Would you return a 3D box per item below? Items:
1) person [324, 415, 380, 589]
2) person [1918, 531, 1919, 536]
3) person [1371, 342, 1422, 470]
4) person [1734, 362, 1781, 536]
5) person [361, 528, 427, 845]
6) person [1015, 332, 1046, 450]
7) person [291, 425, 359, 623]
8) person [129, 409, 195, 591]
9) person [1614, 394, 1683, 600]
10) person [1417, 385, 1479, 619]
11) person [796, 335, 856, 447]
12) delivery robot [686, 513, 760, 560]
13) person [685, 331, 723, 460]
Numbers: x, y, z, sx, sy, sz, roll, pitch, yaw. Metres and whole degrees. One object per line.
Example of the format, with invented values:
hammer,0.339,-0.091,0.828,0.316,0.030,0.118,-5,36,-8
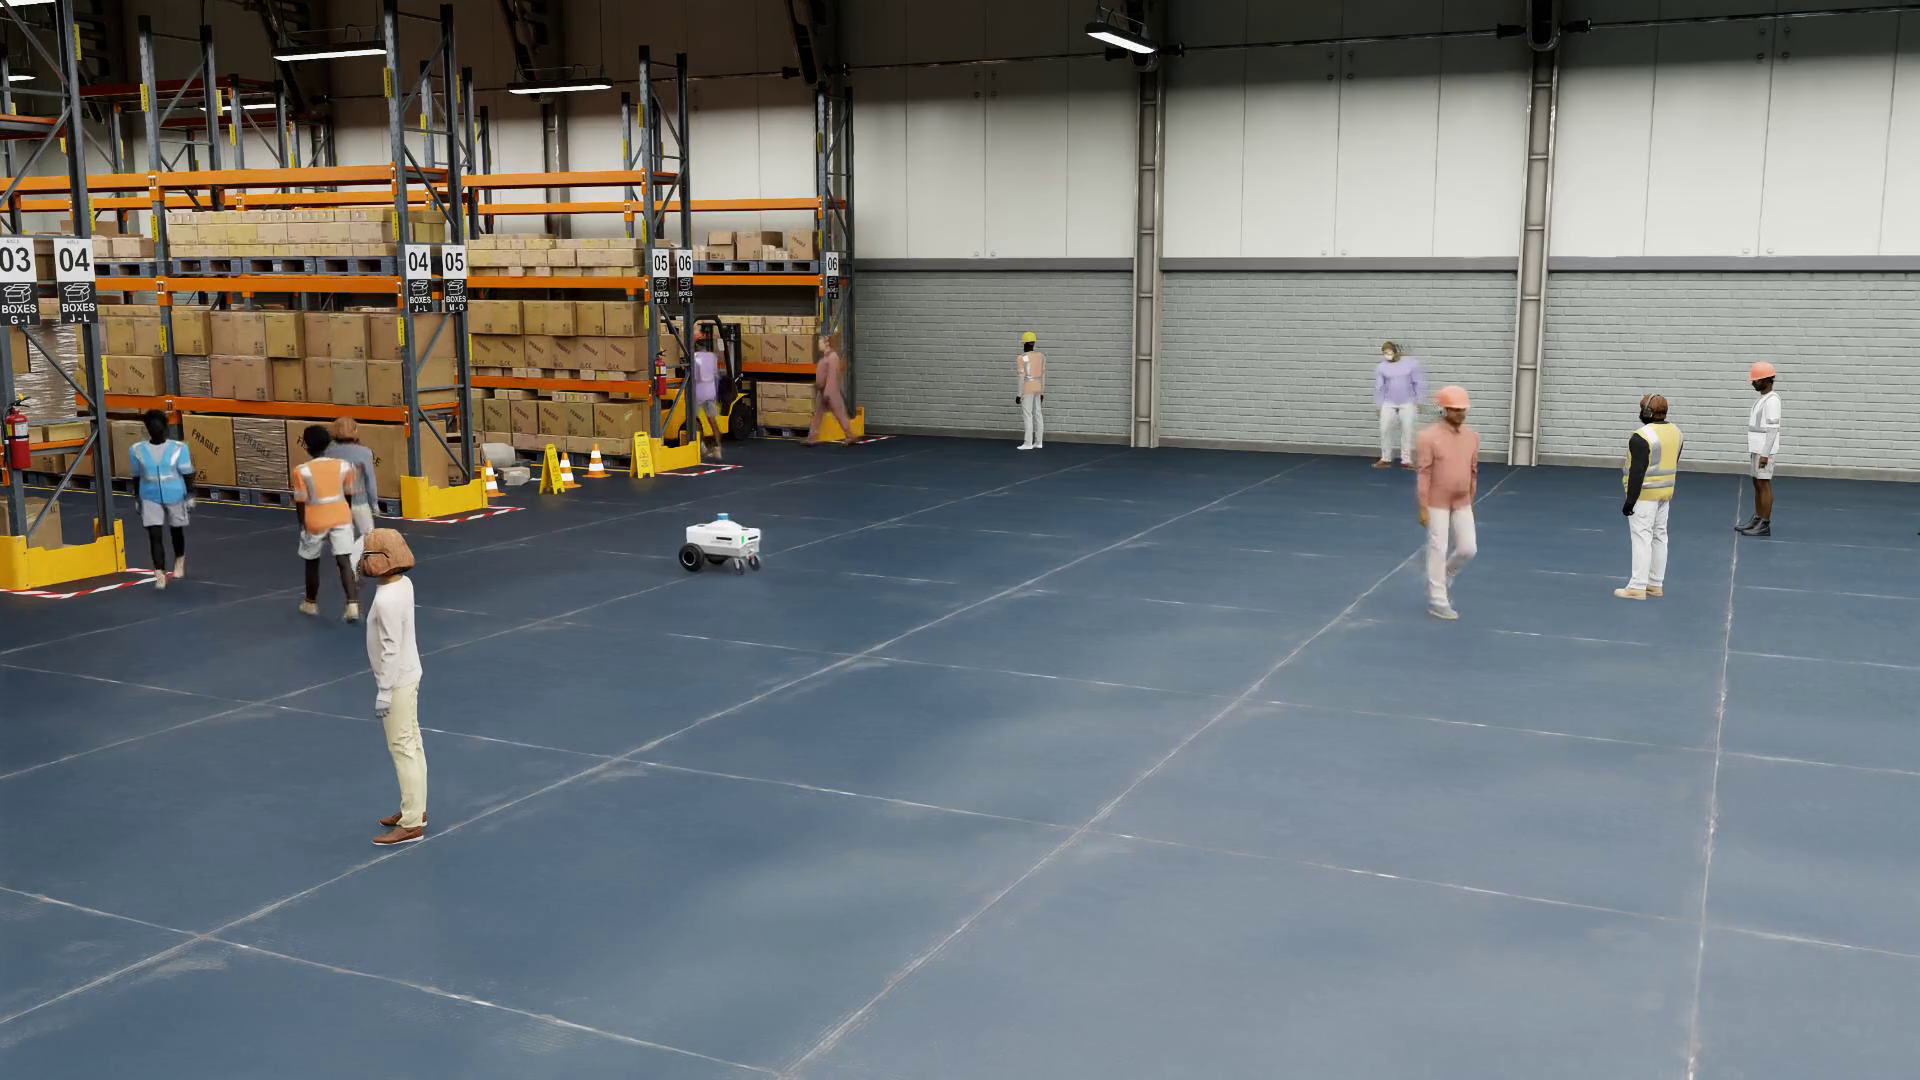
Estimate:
person,-5.581,-0.326,15.178,0.520,1.618,0.495,2,9,9
person,10.861,-0.940,18.049,0.547,1.921,0.623,-7,12,-37
person,6.453,-1.966,24.445,0.743,1.894,0.370,2,10,14
person,8.851,-1.002,18.404,0.371,1.928,0.543,2,10,13
person,-2.922,0.747,8.577,0.281,1.634,0.498,-2,9,-9
person,1.138,-2.427,27.140,0.589,1.928,0.386,-8,12,-40
person,-5.304,-0.139,13.930,0.534,1.658,0.861,-8,12,-40
person,-7.446,-0.405,15.552,0.533,1.662,0.824,-3,10,-20
person,6.158,-0.388,14.904,0.625,1.844,0.429,-6,11,-35
person,4.118,-0.320,14.052,0.624,1.976,0.467,-3,10,-16
person,-2.177,-2.448,27.501,1.001,1.862,0.658,-4,10,-25
delivery robot,-2.317,-0.017,16.273,0.707,0.478,0.477,4,10,25
person,-3.977,-2.224,25.675,0.643,1.993,0.760,7,11,36
